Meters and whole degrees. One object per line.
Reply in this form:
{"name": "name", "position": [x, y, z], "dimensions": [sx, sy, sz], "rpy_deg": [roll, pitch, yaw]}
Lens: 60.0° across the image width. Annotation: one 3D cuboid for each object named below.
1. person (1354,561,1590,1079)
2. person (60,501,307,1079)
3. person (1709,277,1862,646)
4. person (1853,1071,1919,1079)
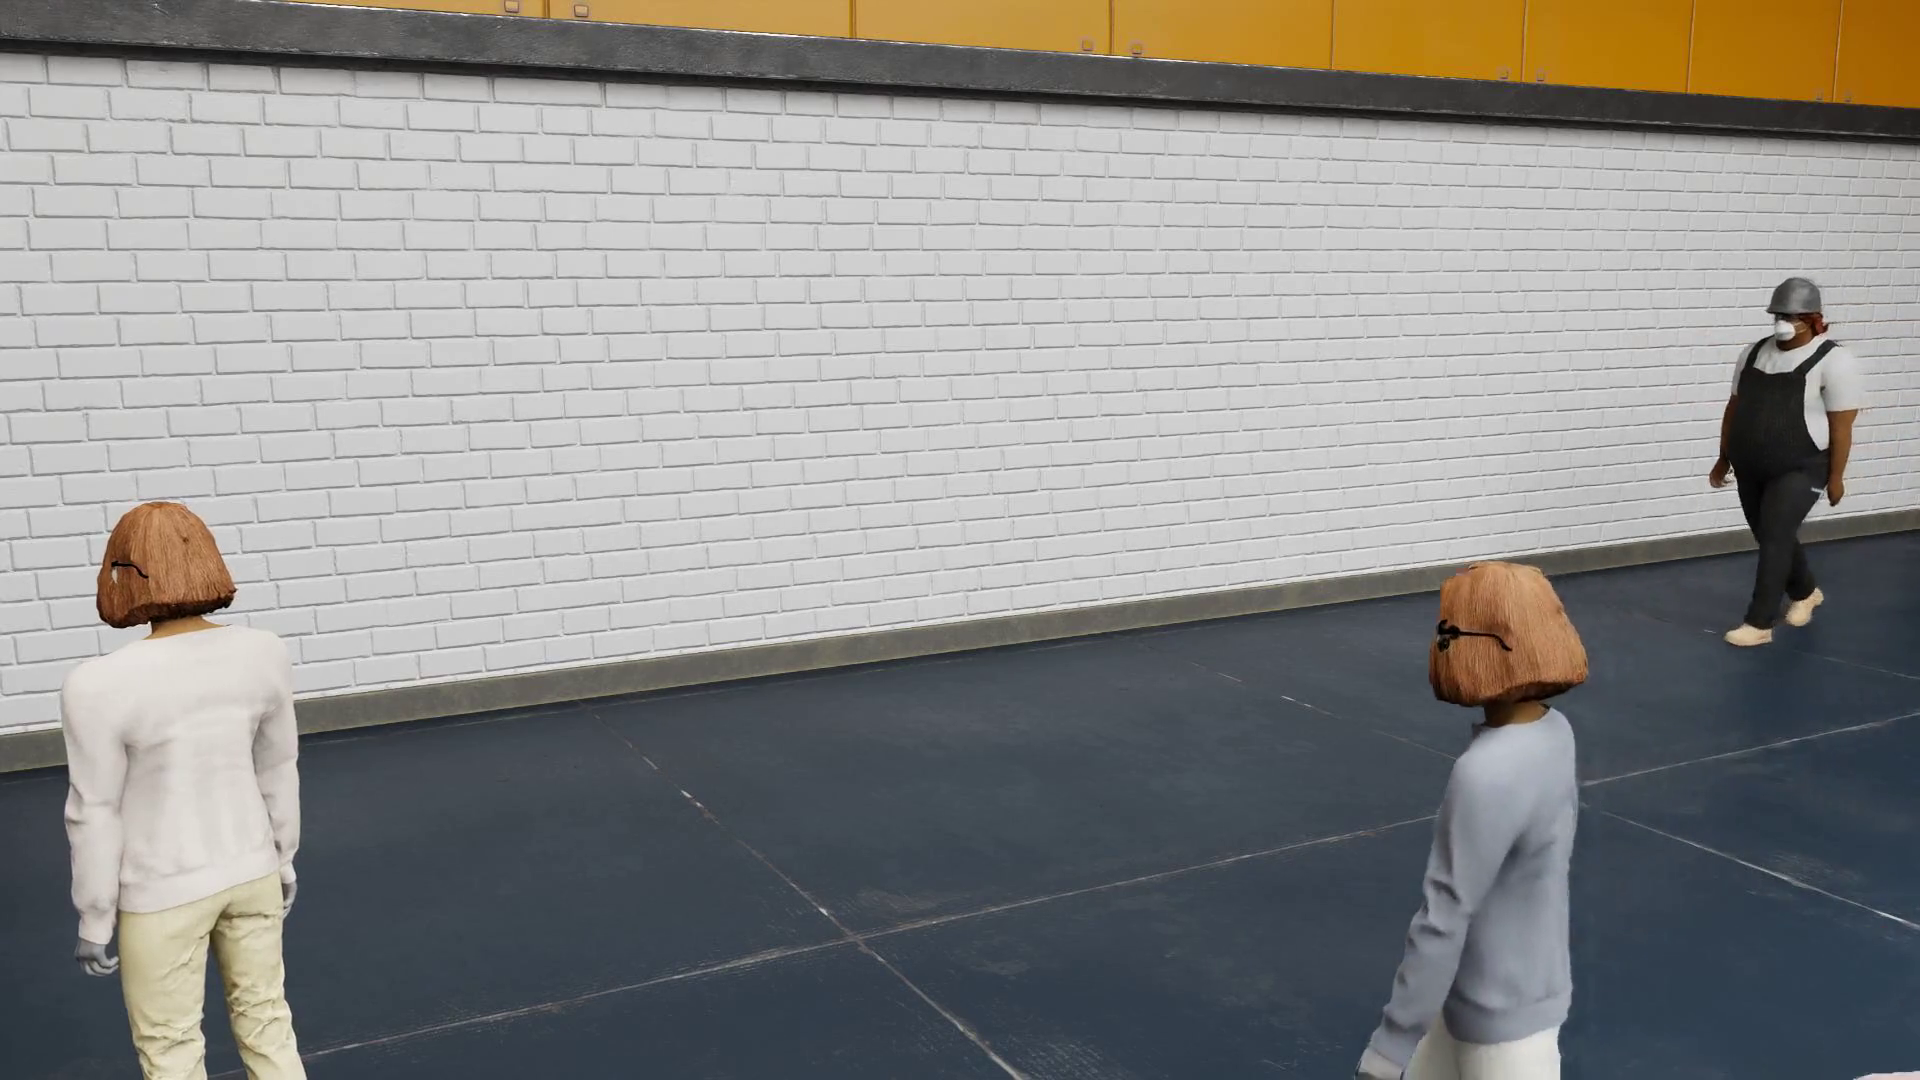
{"name": "person", "position": [0.962, 0.831, 2.952], "dimensions": [0.841, 1.593, 0.511], "rpy_deg": [5, 11, 27]}
{"name": "person", "position": [-1.579, 0.729, 3.446], "dimensions": [0.280, 1.624, 0.494], "rpy_deg": [6, 11, 30]}
{"name": "person", "position": [4.579, -0.472, 9.161], "dimensions": [0.959, 2.000, 0.687], "rpy_deg": [-4, 11, -24]}
{"name": "person", "position": [1.044, 0.999, 1.629], "dimensions": [0.547, 1.716, 0.922], "rpy_deg": [1, 10, 5]}
